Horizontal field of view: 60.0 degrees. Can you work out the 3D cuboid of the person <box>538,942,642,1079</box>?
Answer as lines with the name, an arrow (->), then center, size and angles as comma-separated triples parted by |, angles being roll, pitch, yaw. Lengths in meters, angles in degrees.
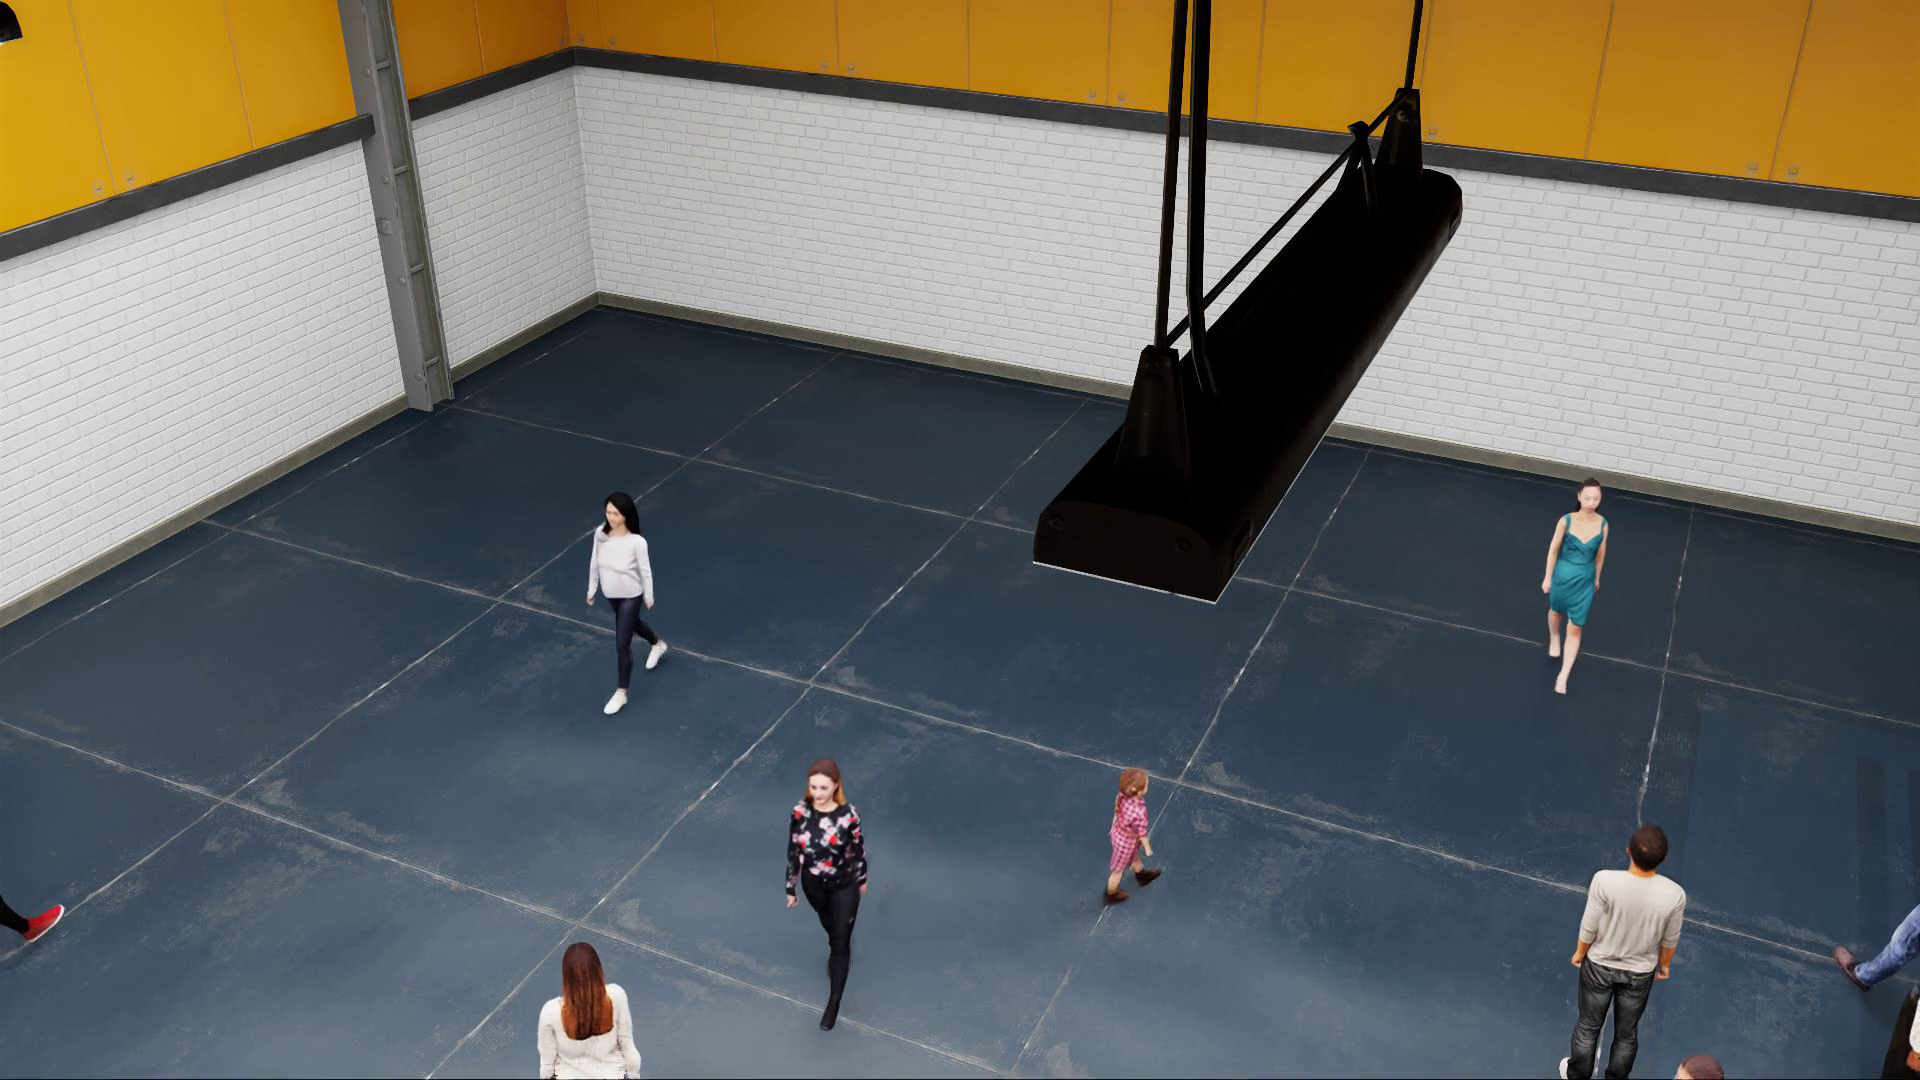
person -> -1.783, 2.729, 8.175 | 1.112, 1.648, 1.122 | -12, 31, -21

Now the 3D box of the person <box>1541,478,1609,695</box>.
person -> 4.646, 0.296, 12.652 | 0.703, 1.633, 1.095 | 8, 29, 13

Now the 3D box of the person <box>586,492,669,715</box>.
person -> -2.466, 0.379, 12.470 | 0.669, 1.661, 1.135 | 15, 32, 25

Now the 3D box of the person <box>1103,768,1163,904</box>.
person -> 1.006, 1.875, 10.412 | 0.730, 1.006, 0.651 | -13, 31, -22

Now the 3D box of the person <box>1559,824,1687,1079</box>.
person -> 3.527, 2.259, 8.866 | 0.687, 1.812, 0.612 | 7, 29, 12

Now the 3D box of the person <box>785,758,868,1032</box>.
person -> -0.741, 1.928, 9.655 | 0.752, 1.638, 1.103 | 6, 29, 10
